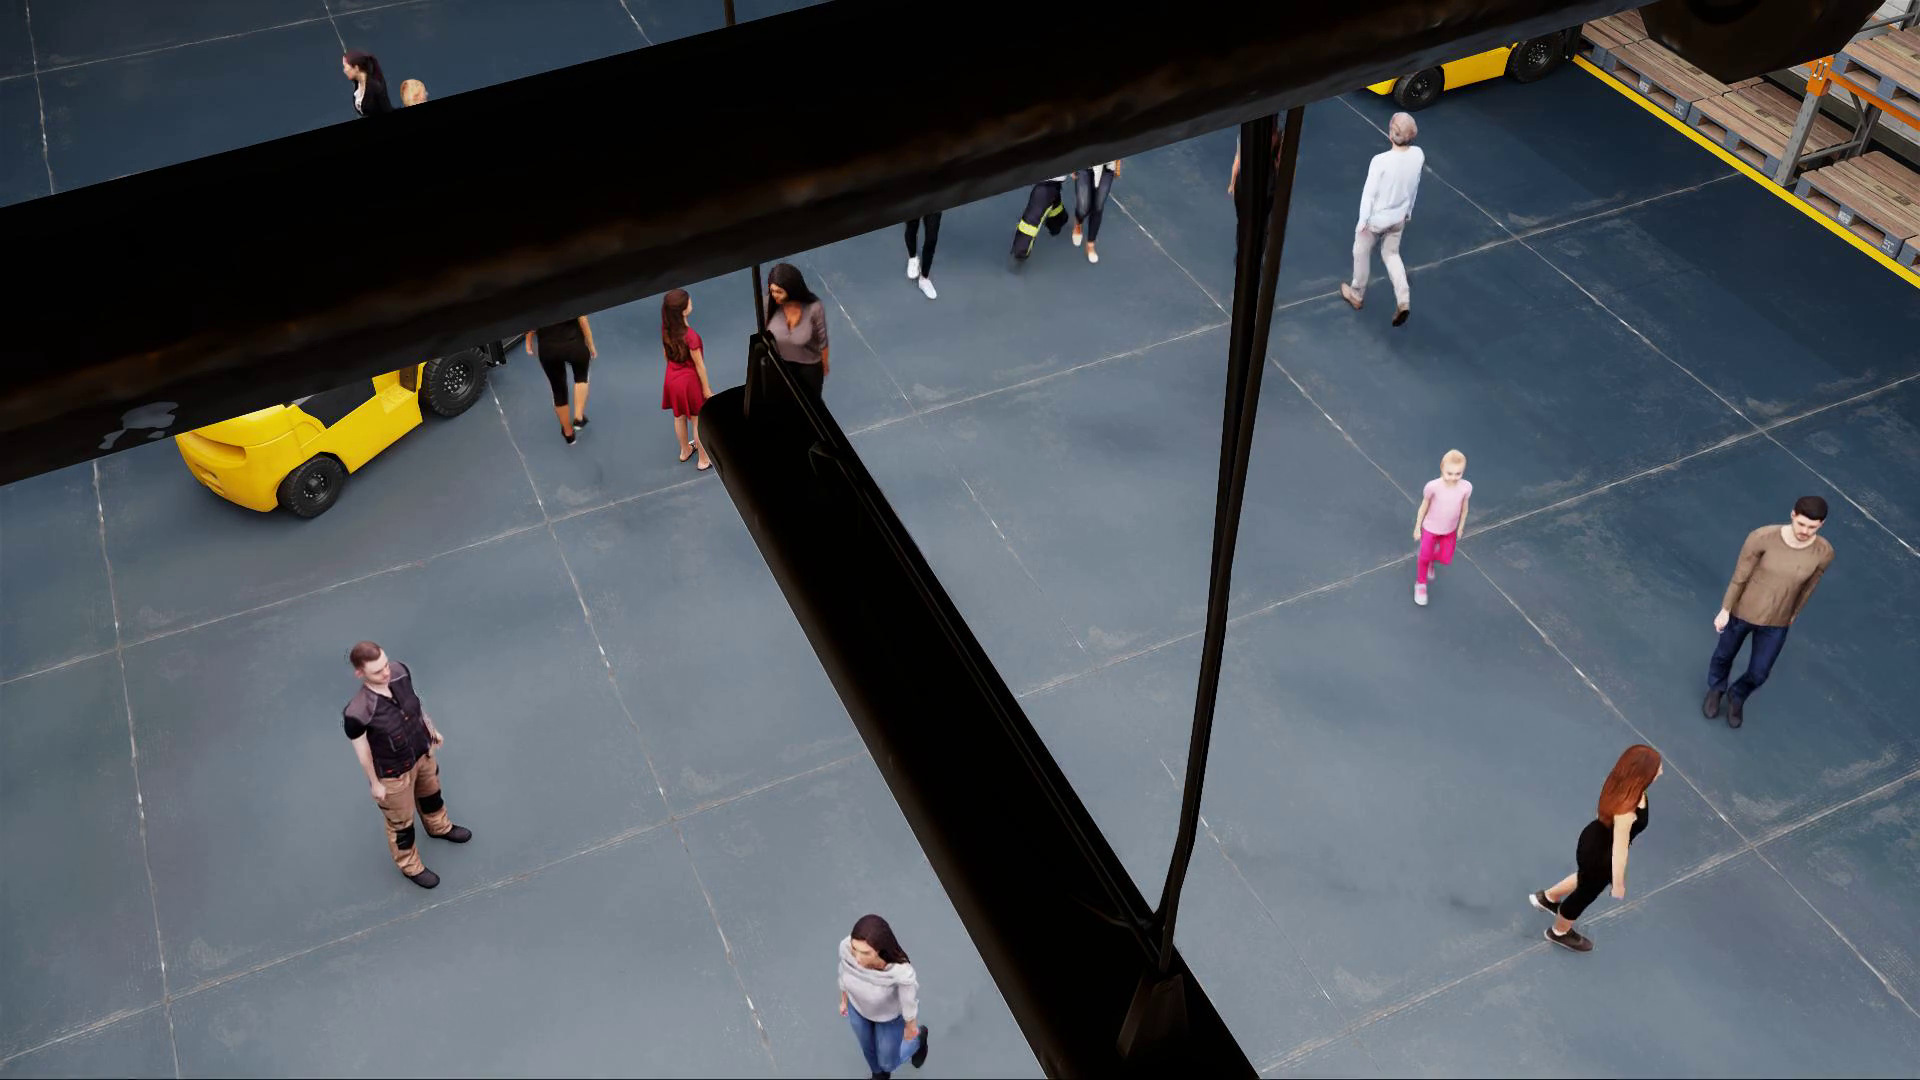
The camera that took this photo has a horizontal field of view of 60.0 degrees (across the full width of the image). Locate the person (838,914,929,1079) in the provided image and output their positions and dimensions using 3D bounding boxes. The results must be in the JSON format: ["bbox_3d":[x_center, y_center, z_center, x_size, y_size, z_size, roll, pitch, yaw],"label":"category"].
[{"bbox_3d":[-0.373,2.354,8.564,0.787,1.618,0.836,26,49,25],"label":"person"}]

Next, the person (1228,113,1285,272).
[{"bbox_3d":[2.510,-2.933,14.070,0.727,1.678,0.798,-1,44,-1],"label":"person"}]

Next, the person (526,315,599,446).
[{"bbox_3d":[-2.971,-1.408,12.488,0.766,1.652,0.721,-8,44,-8],"label":"person"}]

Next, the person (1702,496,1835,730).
[{"bbox_3d":[5.026,0.385,10.443,0.747,1.876,0.821,17,46,17],"label":"person"}]

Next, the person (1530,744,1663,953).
[{"bbox_3d":[3.457,1.698,9.181,0.797,1.716,0.737,14,45,15],"label":"person"}]

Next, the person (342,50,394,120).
[{"bbox_3d":[-5.097,-3.609,14.805,0.628,1.643,0.763,27,50,26],"label":"person"}]

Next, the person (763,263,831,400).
[{"bbox_3d":[-1.215,-1.325,12.284,0.998,1.813,1.130,3,44,3],"label":"person"}]

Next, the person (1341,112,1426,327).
[{"bbox_3d":[3.503,-2.572,13.552,0.727,1.871,1.103,-14,45,-14],"label":"person"}]

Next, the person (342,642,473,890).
[{"bbox_3d":[-3.249,1.232,9.580,0.824,1.841,0.770,17,46,17],"label":"person"}]

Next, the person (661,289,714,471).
[{"bbox_3d":[-2.033,-1.194,12.336,0.657,1.553,0.720,28,50,27],"label":"person"}]

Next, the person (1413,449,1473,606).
[{"bbox_3d":[3.290,-0.138,11.436,0.631,1.264,0.721,1,44,1],"label":"person"}]
